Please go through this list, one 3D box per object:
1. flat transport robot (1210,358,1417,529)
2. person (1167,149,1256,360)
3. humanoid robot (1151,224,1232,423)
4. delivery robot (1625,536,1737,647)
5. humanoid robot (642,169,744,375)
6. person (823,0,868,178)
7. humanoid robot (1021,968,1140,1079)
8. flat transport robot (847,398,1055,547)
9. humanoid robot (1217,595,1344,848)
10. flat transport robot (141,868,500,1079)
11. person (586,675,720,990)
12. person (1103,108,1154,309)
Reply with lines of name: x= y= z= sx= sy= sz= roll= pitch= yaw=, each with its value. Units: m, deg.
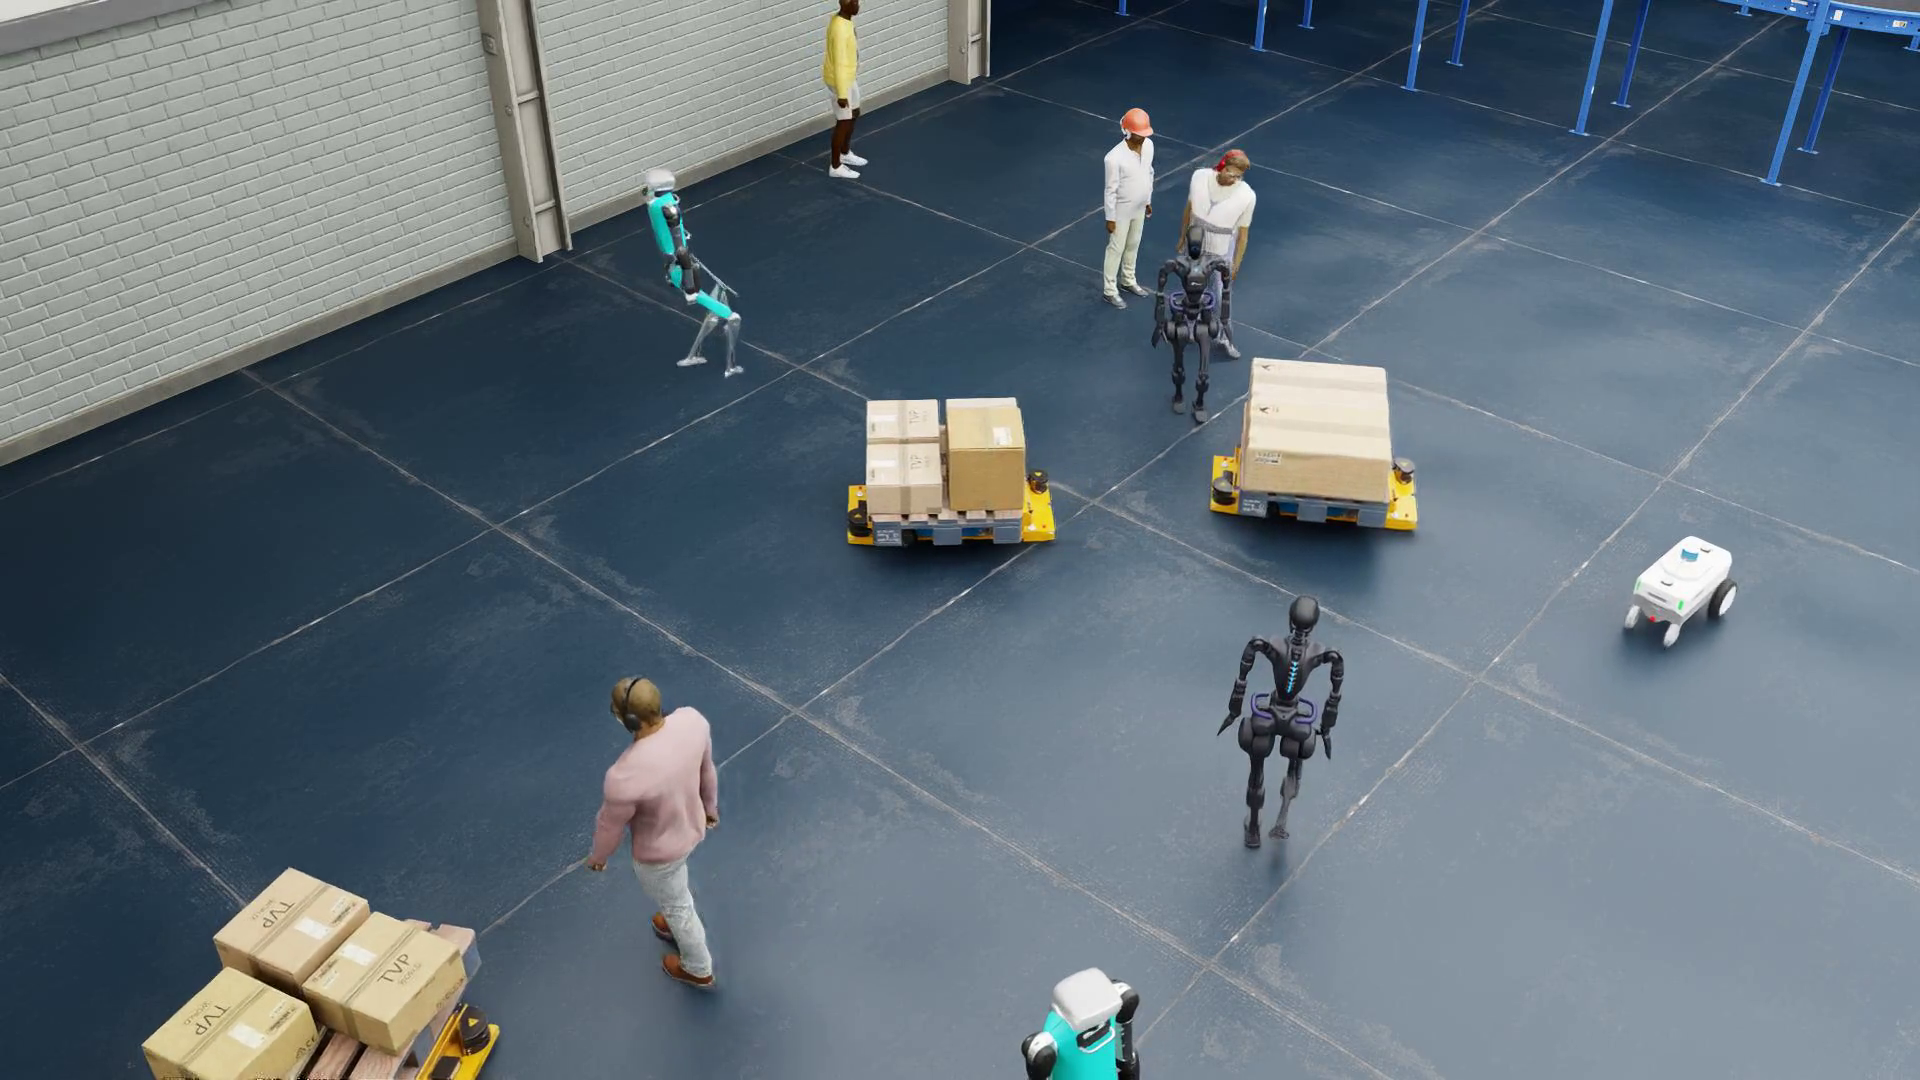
flat transport robot: x=2.531 y=-0.384 z=11.926 sx=1.431 sy=0.231 sz=0.659 roll=5 pitch=36 yaw=8
person: x=2.017 y=-2.330 z=13.340 sx=0.684 sy=1.806 sz=0.387 roll=25 pitch=42 yaw=31
humanoid robot: x=1.755 y=-1.650 z=12.497 sx=0.606 sy=1.631 sz=0.440 roll=-1 pitch=35 yaw=-1
delivery robot: x=4.657 y=0.281 z=10.735 sx=0.767 sy=0.581 sz=0.499 roll=-29 pitch=45 yaw=-34
humanoid robot: x=-2.017 y=-2.107 z=13.110 sx=0.811 sy=1.796 sz=0.531 roll=-19 pitch=40 yaw=-24
person: x=-1.135 y=-4.475 z=16.283 sx=0.386 sy=1.881 sz=0.561 roll=3 pitch=36 yaw=4
humanoid robot: x=0.633 y=2.552 z=6.637 sx=0.545 sy=1.897 sz=0.762 roll=-24 pitch=42 yaw=-30
flat transport robot: x=-0.073 y=-0.233 z=11.715 sx=1.431 sy=0.231 sz=0.659 roll=-1 pitch=35 yaw=-2
humanoid robot: x=1.677 y=0.985 z=8.791 sx=0.611 sy=1.651 sz=0.373 roll=6 pitch=36 yaw=8
flat transport robot: x=-3.015 y=2.454 z=7.942 sx=1.431 sy=0.231 sz=0.659 roll=7 pitch=36 yaw=10
person: x=-1.491 y=1.397 z=8.004 sx=0.649 sy=1.914 sz=0.636 roll=16 pitch=38 yaw=21
person: x=1.443 y=-2.813 z=14.066 sx=0.350 sy=1.744 sz=0.566 roll=29 pitch=45 yaw=34
